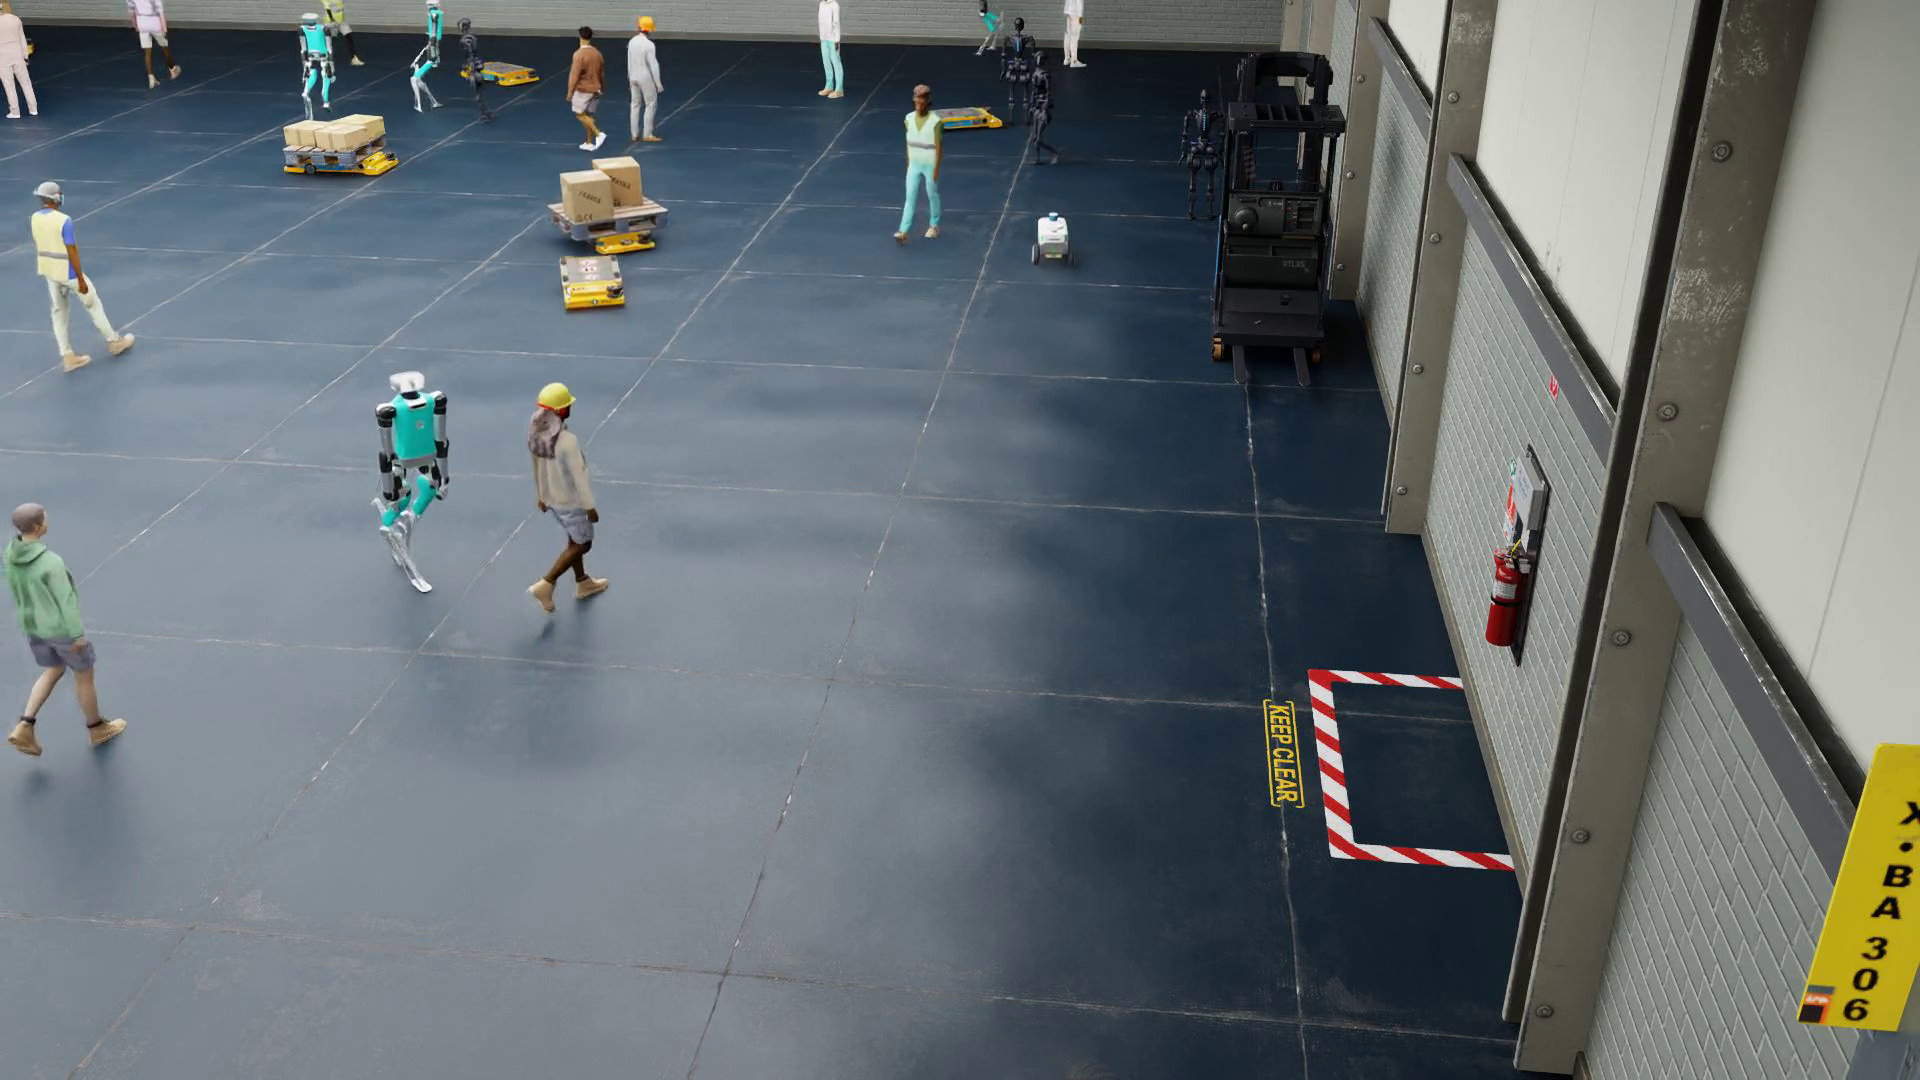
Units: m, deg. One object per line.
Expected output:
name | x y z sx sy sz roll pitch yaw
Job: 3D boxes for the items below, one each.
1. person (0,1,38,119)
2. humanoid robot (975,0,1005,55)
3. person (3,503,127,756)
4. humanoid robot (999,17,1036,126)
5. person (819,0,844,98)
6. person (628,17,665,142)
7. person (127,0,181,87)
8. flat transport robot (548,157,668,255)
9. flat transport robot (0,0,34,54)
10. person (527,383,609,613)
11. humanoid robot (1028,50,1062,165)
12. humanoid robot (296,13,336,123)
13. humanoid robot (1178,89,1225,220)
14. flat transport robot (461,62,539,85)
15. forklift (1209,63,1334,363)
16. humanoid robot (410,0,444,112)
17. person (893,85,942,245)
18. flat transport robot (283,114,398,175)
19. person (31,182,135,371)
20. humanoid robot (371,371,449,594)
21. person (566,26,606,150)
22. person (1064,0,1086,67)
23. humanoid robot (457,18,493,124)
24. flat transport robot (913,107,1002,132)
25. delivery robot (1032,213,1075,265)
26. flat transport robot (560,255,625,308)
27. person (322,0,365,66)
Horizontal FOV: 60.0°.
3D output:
person | -15.377 -7.787 26.865 0.410 1.902 0.639 21 33 35
humanoid robot | 0.604 -10.170 31.823 0.777 1.791 0.541 -1 27 -2
person | -5.688 0.590 10.334 0.475 1.730 0.613 10 28 19
humanoid robot | 0.921 -7.433 26.390 0.599 1.657 0.315 3 27 6
person | -2.211 -8.527 28.337 0.361 1.910 0.497 -22 34 -37
person | -4.842 -7.017 25.385 0.626 1.860 0.481 18 32 32
person | -14.259 -9.067 29.328 0.617 1.980 1.051 -4 27 -8
flat transport robot | -4.407 -3.871 20.865 0.659 0.231 1.431 -15 30 -27
flat transport robot | -18.661 -9.462 32.028 1.431 0.231 0.659 -12 29 -22
person | -2.911 -0.292 12.073 0.641 1.741 0.552 -23 35 -38
humanoid robot | 1.232 -6.246 24.039 0.465 1.637 0.613 -9 28 -17
humanoid robot | -10.164 -7.302 26.114 0.531 1.779 0.995 2 27 3
humanoid robot | 3.131 -4.990 21.512 0.599 1.657 0.315 3 27 6
flat transport robot | -8.263 -8.368 29.845 1.431 0.231 0.659 21 33 35
forklift | 3.241 -3.477 17.183 1.129 2.768 1.873 3 27 6
humanoid robot | -8.880 -7.987 27.445 0.871 1.776 0.598 -4 27 -9
person | -0.490 -4.597 20.464 0.494 1.921 1.040 9 28 18
flat transport robot | -8.950 -5.469 24.056 1.431 0.231 0.659 3 27 6
person | -8.888 -2.697 16.748 0.567 1.856 0.912 9 28 17
humanoid robot | -4.189 -0.459 12.490 0.554 1.838 0.873 -24 35 -39
person | -5.523 -6.727 24.826 0.518 1.827 0.788 15 30 27
person | 2.100 -9.724 30.755 0.400 1.879 0.499 -11 29 -21
humanoid robot | -7.720 -7.473 26.500 0.401 1.641 0.584 -10 28 -19
flat transport robot | -0.106 -6.690 26.493 1.431 0.231 0.659 -8 28 -16
delivery robot | 1.123 -3.633 20.073 0.499 0.596 0.775 0 27 1
flat transport robot | -4.232 -2.979 19.086 0.659 0.231 1.431 -6 27 -13
person | -11.614 -9.649 30.838 0.834 1.659 0.528 9 28 18
